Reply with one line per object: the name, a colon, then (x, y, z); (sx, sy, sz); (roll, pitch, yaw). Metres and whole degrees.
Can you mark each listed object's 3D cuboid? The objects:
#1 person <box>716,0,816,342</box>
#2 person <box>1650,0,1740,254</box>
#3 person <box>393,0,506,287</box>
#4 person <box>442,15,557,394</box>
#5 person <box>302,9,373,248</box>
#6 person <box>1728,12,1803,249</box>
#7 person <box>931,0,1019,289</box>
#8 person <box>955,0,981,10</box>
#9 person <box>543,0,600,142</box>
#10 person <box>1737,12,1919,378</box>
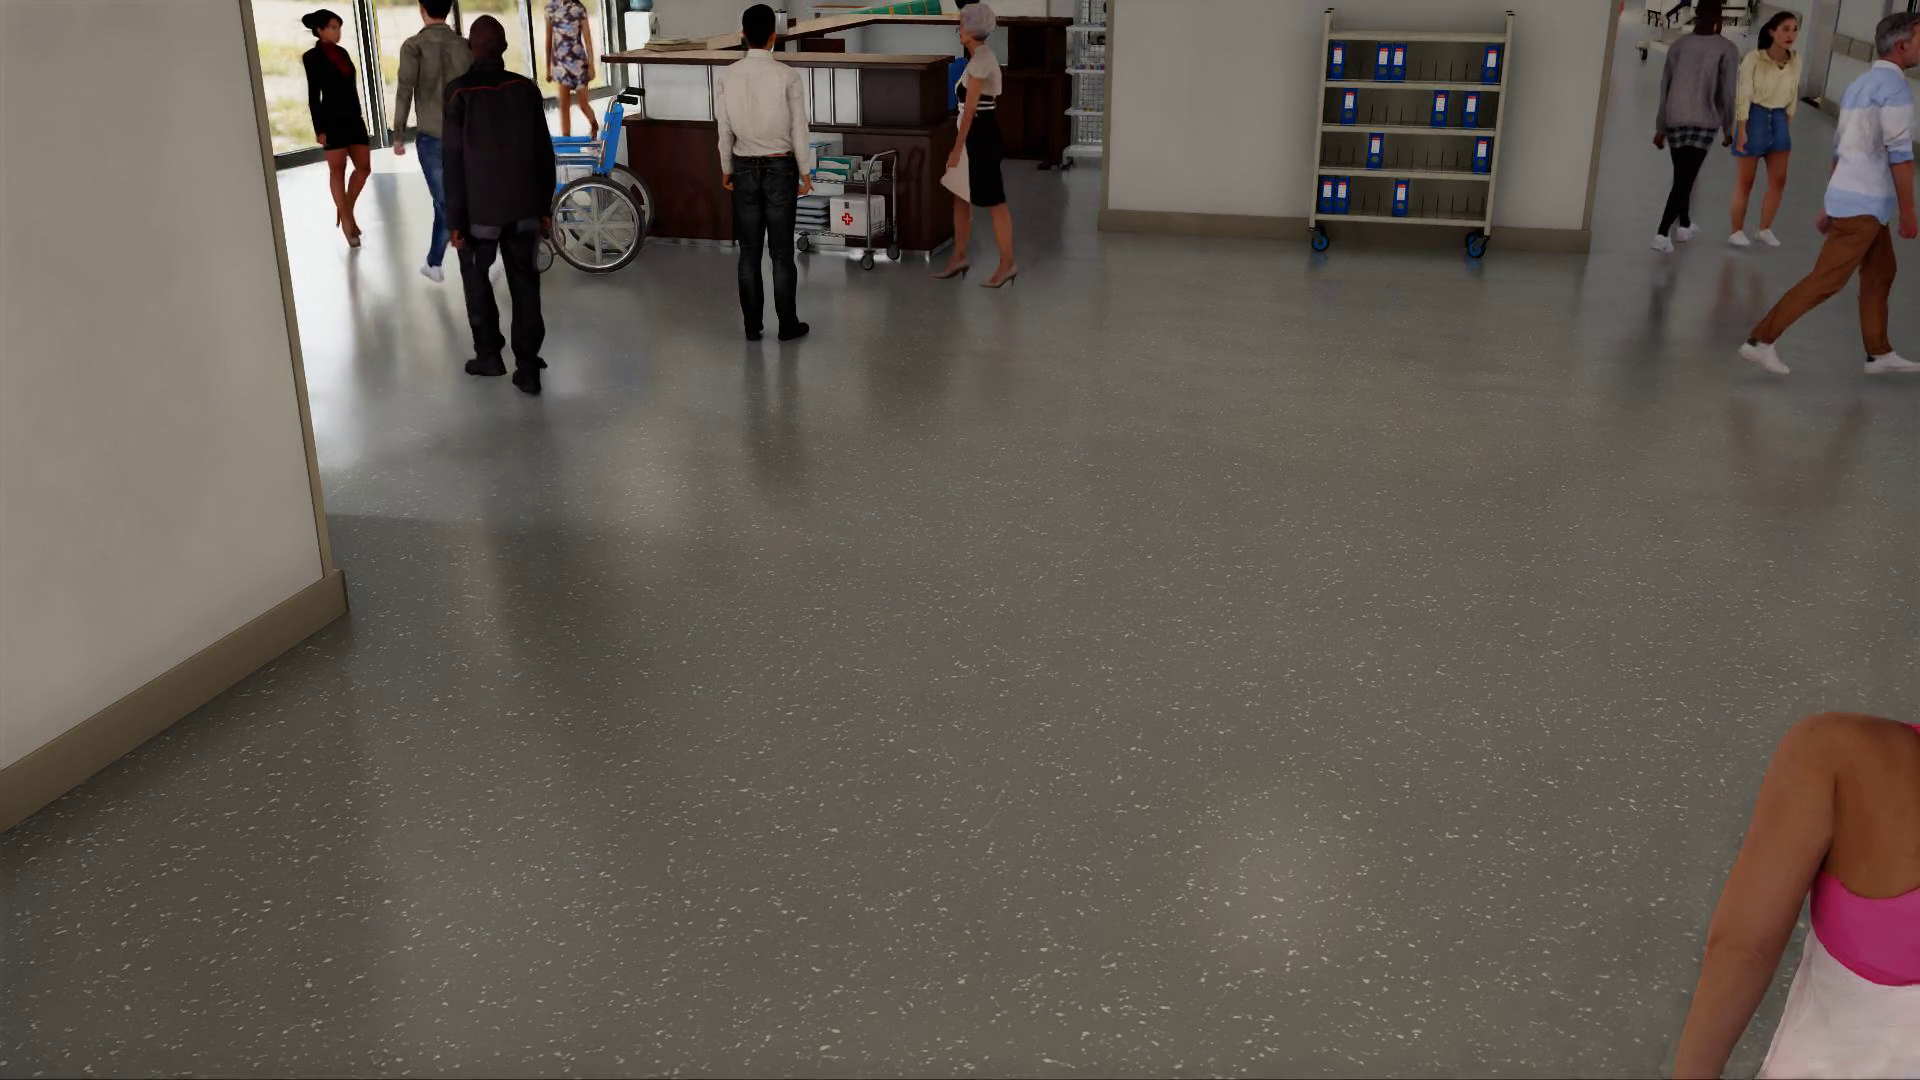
person: (-1.082, -2.015, 9.194); (0.522, 1.811, 0.749); (3, 21, 8)
person: (4.985, -2.803, 11.398); (1.211, 1.724, 1.058); (17, 27, 38)
person: (-3.153, -2.470, 10.350); (1.283, 1.843, 1.080); (15, 25, 34)
person: (-2.214, -1.596, 8.091); (0.974, 1.808, 1.033); (-11, 23, -26)
person: (-4.423, -2.912, 11.809); (0.671, 1.636, 0.641); (11, 23, 26)
person: (5.637, -2.899, 11.796); (0.684, 1.620, 0.796); (-1, 21, -2)
person: (0.239, -2.427, 10.393); (0.871, 1.732, 0.755); (-1, 21, -3)
person: (0.154, -8.396, 26.316); (0.661, 1.616, 0.678); (3, 21, 7)
person: (-3.741, -4.576, 16.107); (1.087, 1.704, 0.887); (1, 21, 3)
person: (4.405, -1.662, 8.287); (1.172, 1.792, 0.712); (4, 21, 11)
